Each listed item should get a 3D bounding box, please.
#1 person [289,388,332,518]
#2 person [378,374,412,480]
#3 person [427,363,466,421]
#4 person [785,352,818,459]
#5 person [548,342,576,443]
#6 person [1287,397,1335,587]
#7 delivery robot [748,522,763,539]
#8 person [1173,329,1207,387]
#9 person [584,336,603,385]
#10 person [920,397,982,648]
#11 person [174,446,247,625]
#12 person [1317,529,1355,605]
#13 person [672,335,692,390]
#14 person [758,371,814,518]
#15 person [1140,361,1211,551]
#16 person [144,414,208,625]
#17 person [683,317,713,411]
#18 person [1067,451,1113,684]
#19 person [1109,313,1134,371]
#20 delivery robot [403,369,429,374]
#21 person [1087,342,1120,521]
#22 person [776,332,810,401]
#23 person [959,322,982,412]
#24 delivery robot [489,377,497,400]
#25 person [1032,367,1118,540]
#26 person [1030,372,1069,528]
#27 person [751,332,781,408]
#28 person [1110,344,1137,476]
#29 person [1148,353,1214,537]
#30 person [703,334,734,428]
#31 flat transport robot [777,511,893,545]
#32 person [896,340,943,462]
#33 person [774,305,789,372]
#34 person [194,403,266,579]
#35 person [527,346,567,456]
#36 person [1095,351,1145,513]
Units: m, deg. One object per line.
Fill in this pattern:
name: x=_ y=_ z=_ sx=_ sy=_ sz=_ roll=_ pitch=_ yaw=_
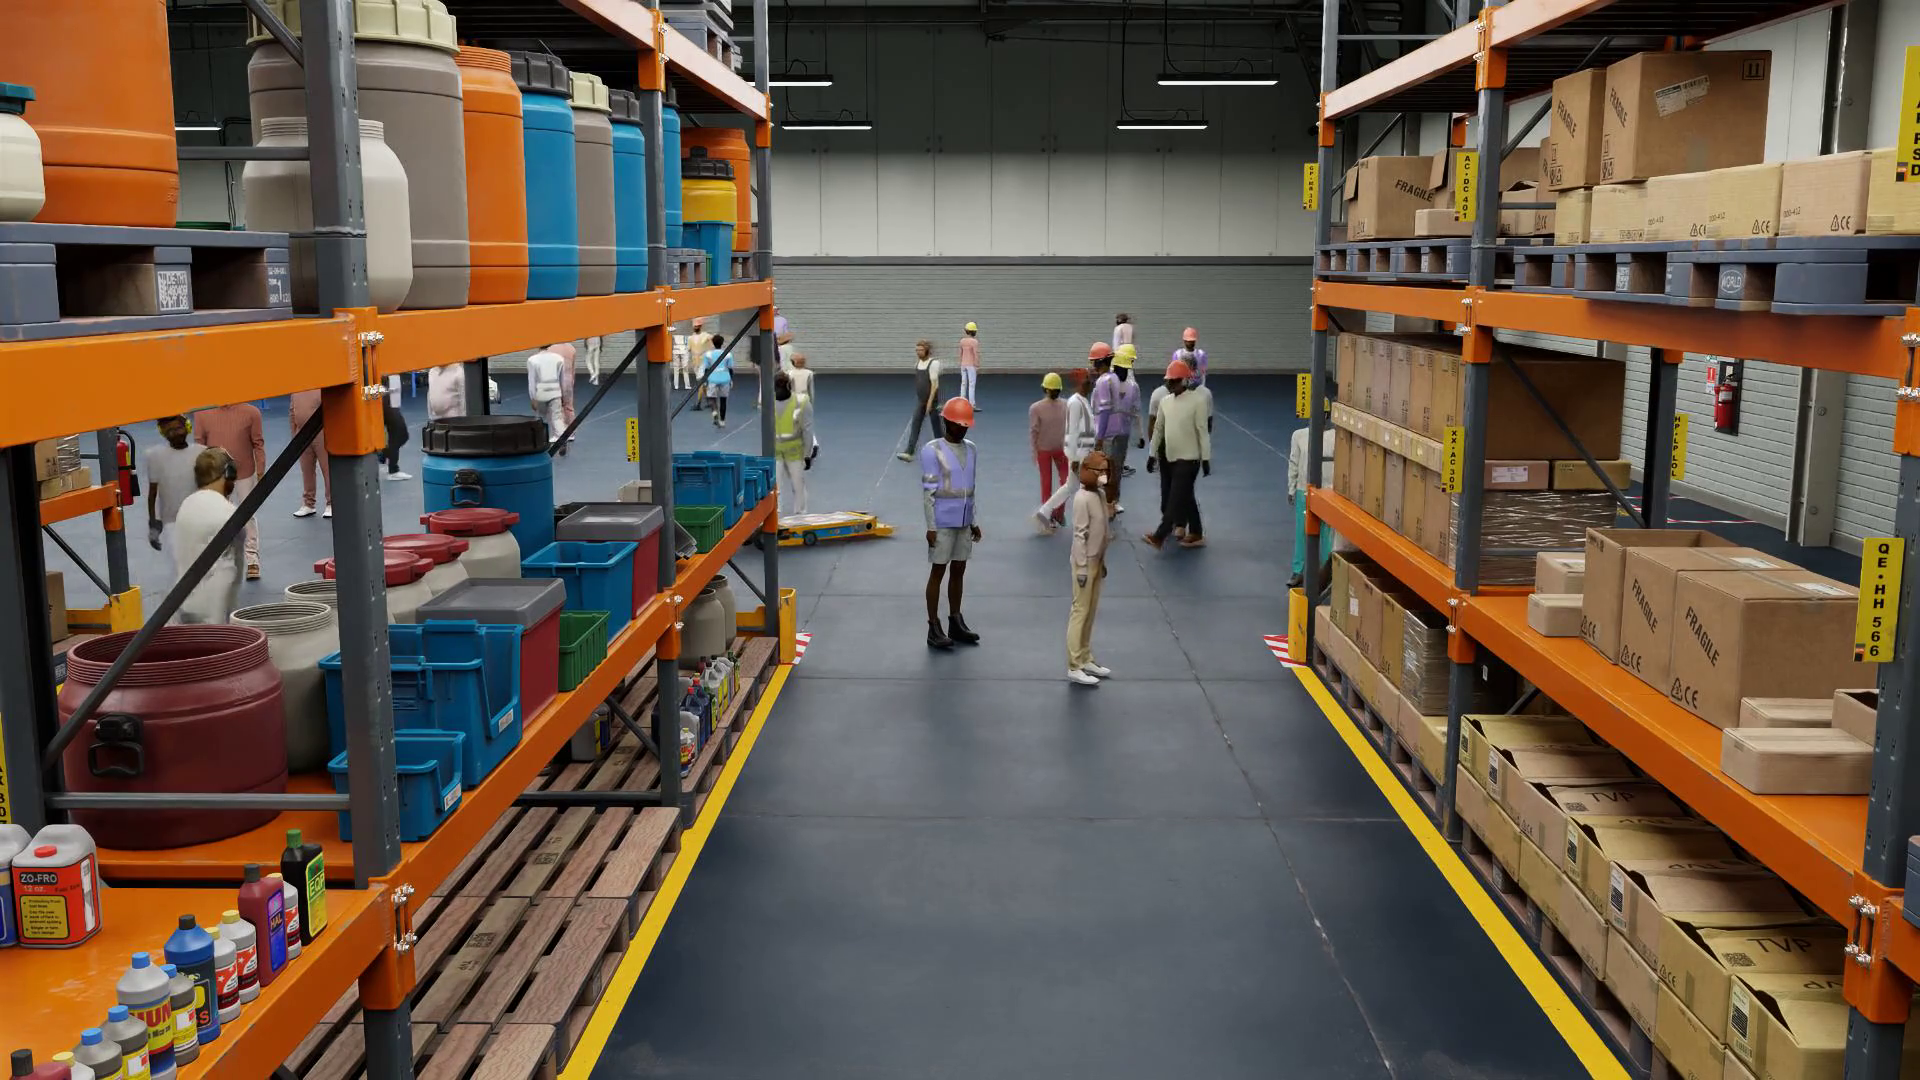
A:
person: x=-7.514 y=-1.220 z=19.343 sx=0.641 sy=1.913 sz=0.408 roll=2 pitch=10 yaw=12
person: x=-7.764 y=-1.772 z=22.671 sx=0.464 sy=1.900 sz=0.619 roll=-1 pitch=10 yaw=-7
person: x=-6.745 y=-1.652 z=21.981 sx=0.655 sy=1.888 sz=0.713 roll=5 pitch=11 yaw=29
person: x=-2.394 y=-2.016 z=24.995 sx=0.522 sy=1.616 sz=0.708 roll=-6 pitch=11 yaw=-30
person: x=-6.595 y=-2.553 z=27.345 sx=0.408 sy=1.906 sz=0.638 roll=5 pitch=11 yaw=26
person: x=3.239 y=-0.445 z=15.135 sx=0.522 sy=1.768 sz=0.311 roll=4 pitch=10 yaw=23
delivery robot: x=-2.322 y=-0.202 z=17.147 sx=0.707 sy=0.478 sz=0.477 roll=-7 pitch=12 yaw=-35
person: x=3.652 y=-2.396 z=26.430 sx=0.567 sy=1.890 sz=0.958 roll=0 pitch=9 yaw=0
person: x=-8.906 y=-4.703 z=40.398 sx=0.505 sy=1.847 sz=0.383 roll=-6 pitch=11 yaw=-30
person: x=-0.045 y=-0.144 z=12.843 sx=0.542 sy=1.928 sz=0.376 roll=-9 pitch=13 yaw=-44
person: x=-4.293 y=0.421 z=9.548 sx=0.654 sy=1.897 sz=0.506 roll=8 pitch=12 yaw=39
person: x=3.232 y=-0.248 z=13.315 sx=1.022 sy=1.983 sz=0.604 roll=2 pitch=10 yaw=10
person: x=-6.502 y=-4.320 z=38.718 sx=0.513 sy=1.642 sz=0.311 roll=1 pitch=10 yaw=4
person: x=-1.865 y=-0.904 z=17.806 sx=0.638 sy=1.792 sz=0.968 roll=2 pitch=10 yaw=10
person: x=2.181 y=-0.861 z=17.078 sx=1.021 sy=1.937 sz=0.659 roll=-7 pitch=12 yaw=-36
person: x=-5.970 y=-0.105 z=12.910 sx=0.556 sy=1.823 sz=0.841 roll=-8 pitch=12 yaw=-38
person: x=-5.219 y=-3.580 z=33.583 sx=0.565 sy=1.893 sz=0.987 roll=4 pitch=10 yaw=23
person: x=0.929 y=0.183 z=11.770 sx=0.286 sy=1.631 sz=0.502 roll=4 pitch=10 yaw=22
person: x=3.551 y=-4.167 z=37.279 sx=0.625 sy=1.813 sz=0.796 roll=-8 pitch=12 yaw=-40
delivery robot: x=-13.014 y=-4.089 z=39.651 sx=0.698 sy=0.223 sz=0.335 roll=3 pitch=10 yaw=15
person: x=1.638 y=-1.248 z=19.133 sx=0.394 sy=2.038 sz=0.605 roll=3 pitch=10 yaw=16
person: x=-3.395 y=-3.400 z=33.472 sx=0.951 sy=1.565 sz=0.512 roll=4 pitch=10 yaw=25
person: x=0.202 y=-3.444 z=33.097 sx=0.327 sy=1.769 sz=0.525 roll=-8 pitch=12 yaw=-40
delivery robot: x=-9.959 y=-3.206 z=35.141 sx=0.477 sy=0.478 sz=0.707 roll=-2 pitch=10 yaw=-14
person: x=1.229 y=-0.945 z=17.917 sx=0.919 sy=1.849 sz=0.572 roll=2 pitch=10 yaw=12
person: x=1.030 y=-0.992 z=18.449 sx=0.567 sy=1.741 sz=0.434 roll=-3 pitch=10 yaw=-17
person: x=-3.945 y=-3.663 z=33.919 sx=0.635 sy=1.943 sz=0.973 roll=6 pitch=11 yaw=33
person: x=2.287 y=-1.821 z=23.207 sx=0.403 sy=1.823 sz=0.586 roll=4 pitch=10 yaw=22
person: x=2.418 y=-1.070 z=18.184 sx=0.693 sy=2.000 sz=1.087 roll=2 pitch=10 yaw=12
person: x=-4.300 y=-2.833 z=29.692 sx=0.540 sy=1.683 sz=0.493 roll=-2 pitch=10 yaw=-12
flat transport robot: x=-1.496 y=-0.135 z=17.872 sx=1.431 sy=0.197 sz=0.652 roll=-7 pitch=12 yaw=-35
person: x=-0.553 y=-2.034 z=24.528 sx=0.532 sy=1.800 sz=0.911 roll=9 pitch=13 yaw=43
person: x=-4.507 y=-4.789 z=40.727 sx=0.639 sy=1.911 sz=0.406 roll=-1 pitch=10 yaw=-4
person: x=-6.808 y=-0.622 z=15.514 sx=0.622 sy=1.990 sz=0.388 roll=-2 pitch=10 yaw=-12
person: x=-6.245 y=-2.210 z=25.275 sx=0.612 sy=1.908 sz=0.861 roll=-6 pitch=11 yaw=-30
person: x=1.913 y=-1.256 z=19.542 sx=0.619 sy=1.907 sz=0.699 roll=-4 pitch=10 yaw=-24
